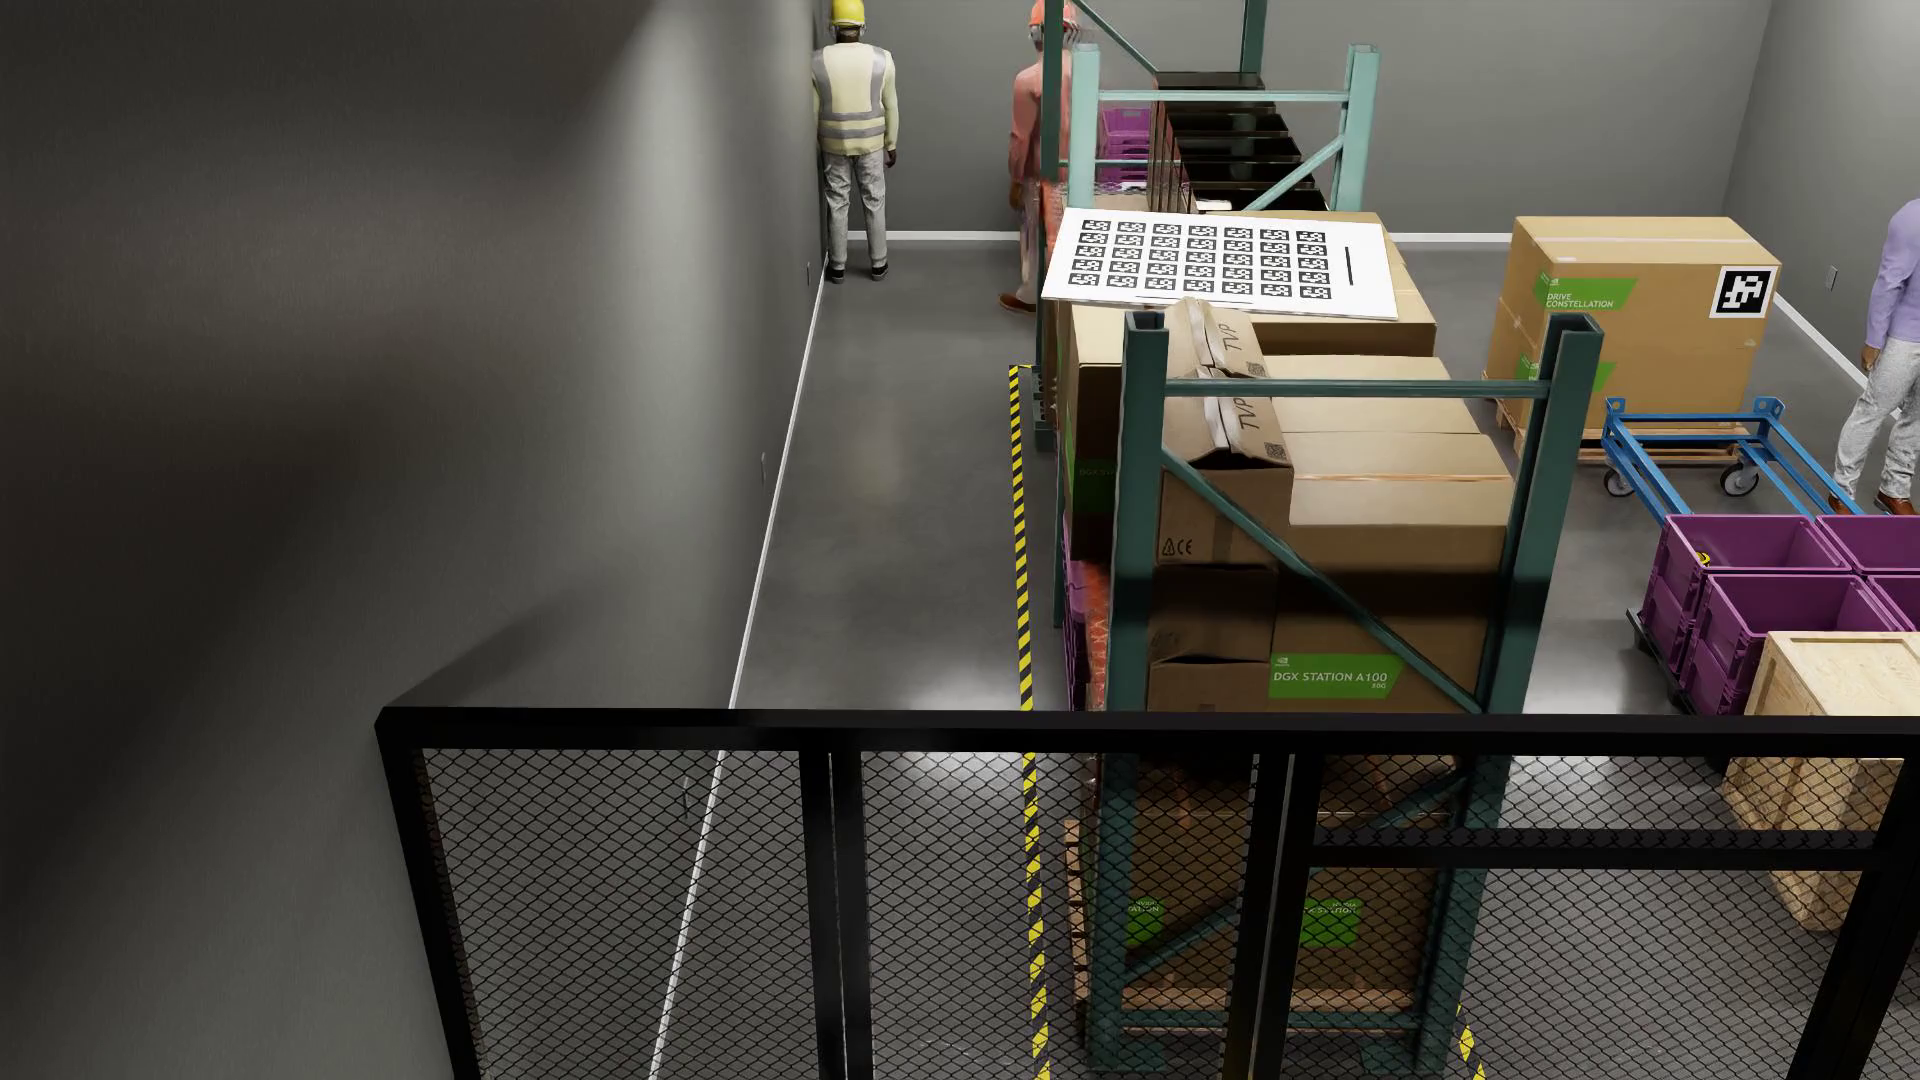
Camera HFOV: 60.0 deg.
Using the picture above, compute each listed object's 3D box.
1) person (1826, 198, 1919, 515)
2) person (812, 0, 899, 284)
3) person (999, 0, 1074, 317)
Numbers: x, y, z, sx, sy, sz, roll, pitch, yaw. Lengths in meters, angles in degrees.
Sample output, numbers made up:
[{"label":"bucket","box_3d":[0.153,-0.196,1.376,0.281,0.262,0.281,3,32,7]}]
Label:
[{"label":"person","box_3d":[4.534,-0.944,7.784,0.628,1.940,0.373,-1,31,-1]},{"label":"person","box_3d":[-0.683,-2.522,10.505,0.597,1.832,0.404,-4,31,-7]},{"label":"person","box_3d":[0.603,-2.173,9.831,0.833,1.947,0.631,26,40,36]}]
